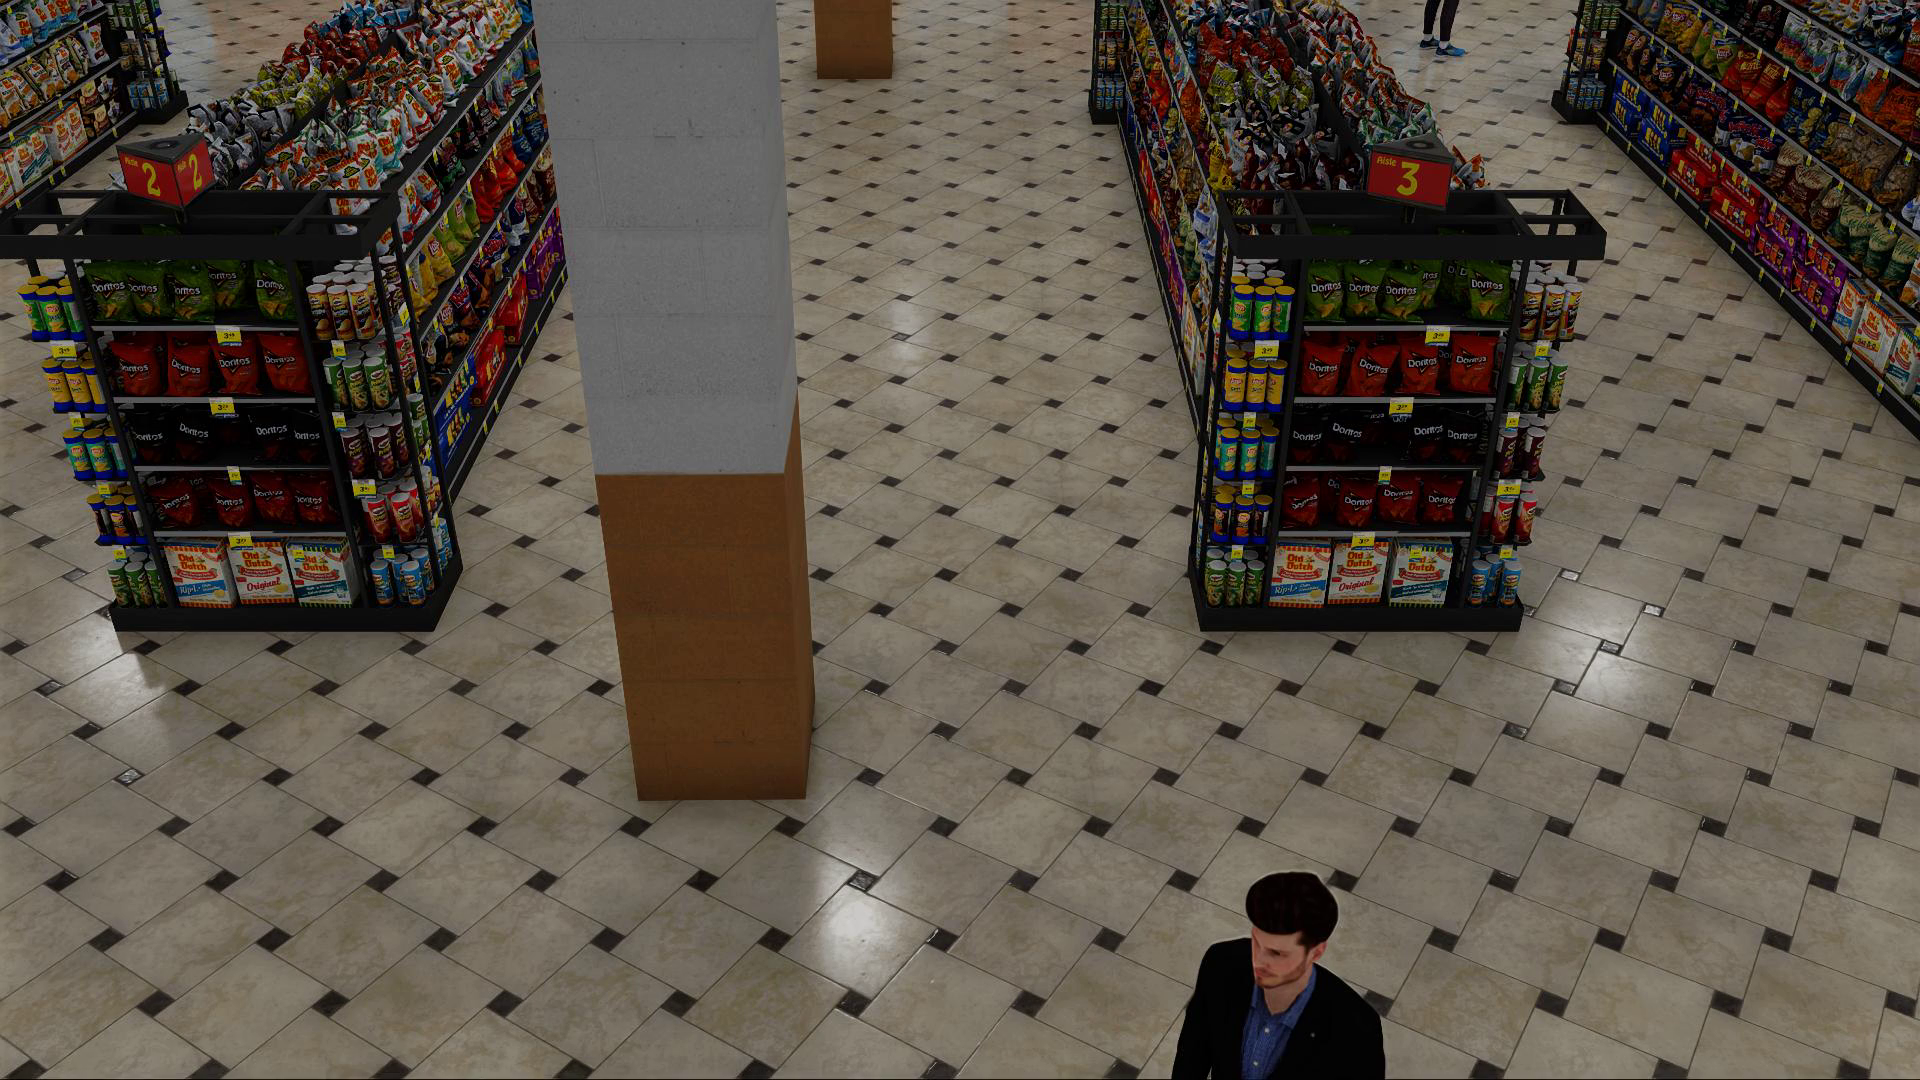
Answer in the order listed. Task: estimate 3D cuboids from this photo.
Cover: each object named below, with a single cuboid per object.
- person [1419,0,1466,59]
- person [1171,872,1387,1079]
[{"bbox_3d":[4.682,-5.566,15.838,0.818,1.829,0.632,-10,33,-16],"label":"person"},{"bbox_3d":[0.787,1.575,4.302,0.790,1.892,0.816,22,38,31],"label":"person"}]
